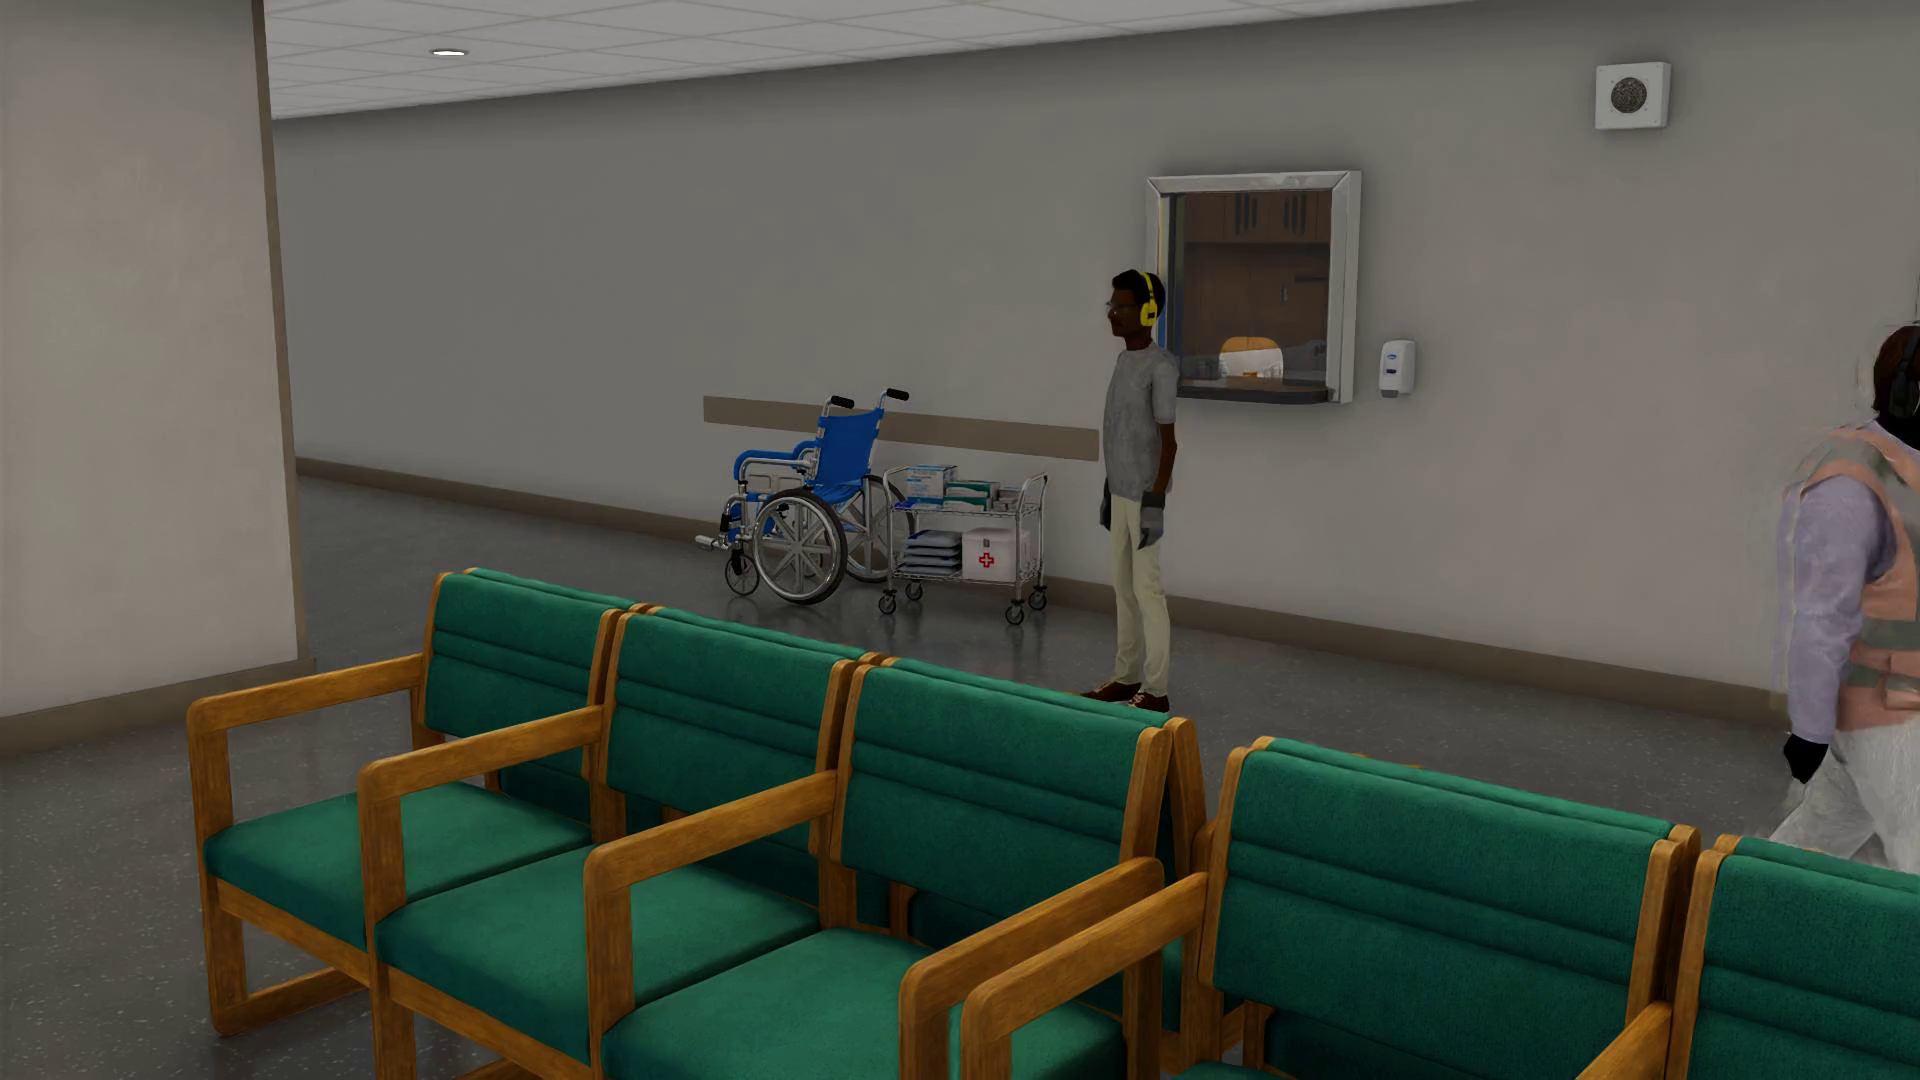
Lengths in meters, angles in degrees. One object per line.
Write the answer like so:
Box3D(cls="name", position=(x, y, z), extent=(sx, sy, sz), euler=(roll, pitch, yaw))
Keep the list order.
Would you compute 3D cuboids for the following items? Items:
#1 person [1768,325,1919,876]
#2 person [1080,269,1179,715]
Box3D(cls="person", position=(2.250, 0.374, 3.991), extent=(0.619, 1.800, 0.959), euler=(-8, 13, -38))
Box3D(cls="person", position=(0.713, -0.180, 6.921), extent=(0.329, 1.875, 0.507), euler=(-4, 11, -20))
